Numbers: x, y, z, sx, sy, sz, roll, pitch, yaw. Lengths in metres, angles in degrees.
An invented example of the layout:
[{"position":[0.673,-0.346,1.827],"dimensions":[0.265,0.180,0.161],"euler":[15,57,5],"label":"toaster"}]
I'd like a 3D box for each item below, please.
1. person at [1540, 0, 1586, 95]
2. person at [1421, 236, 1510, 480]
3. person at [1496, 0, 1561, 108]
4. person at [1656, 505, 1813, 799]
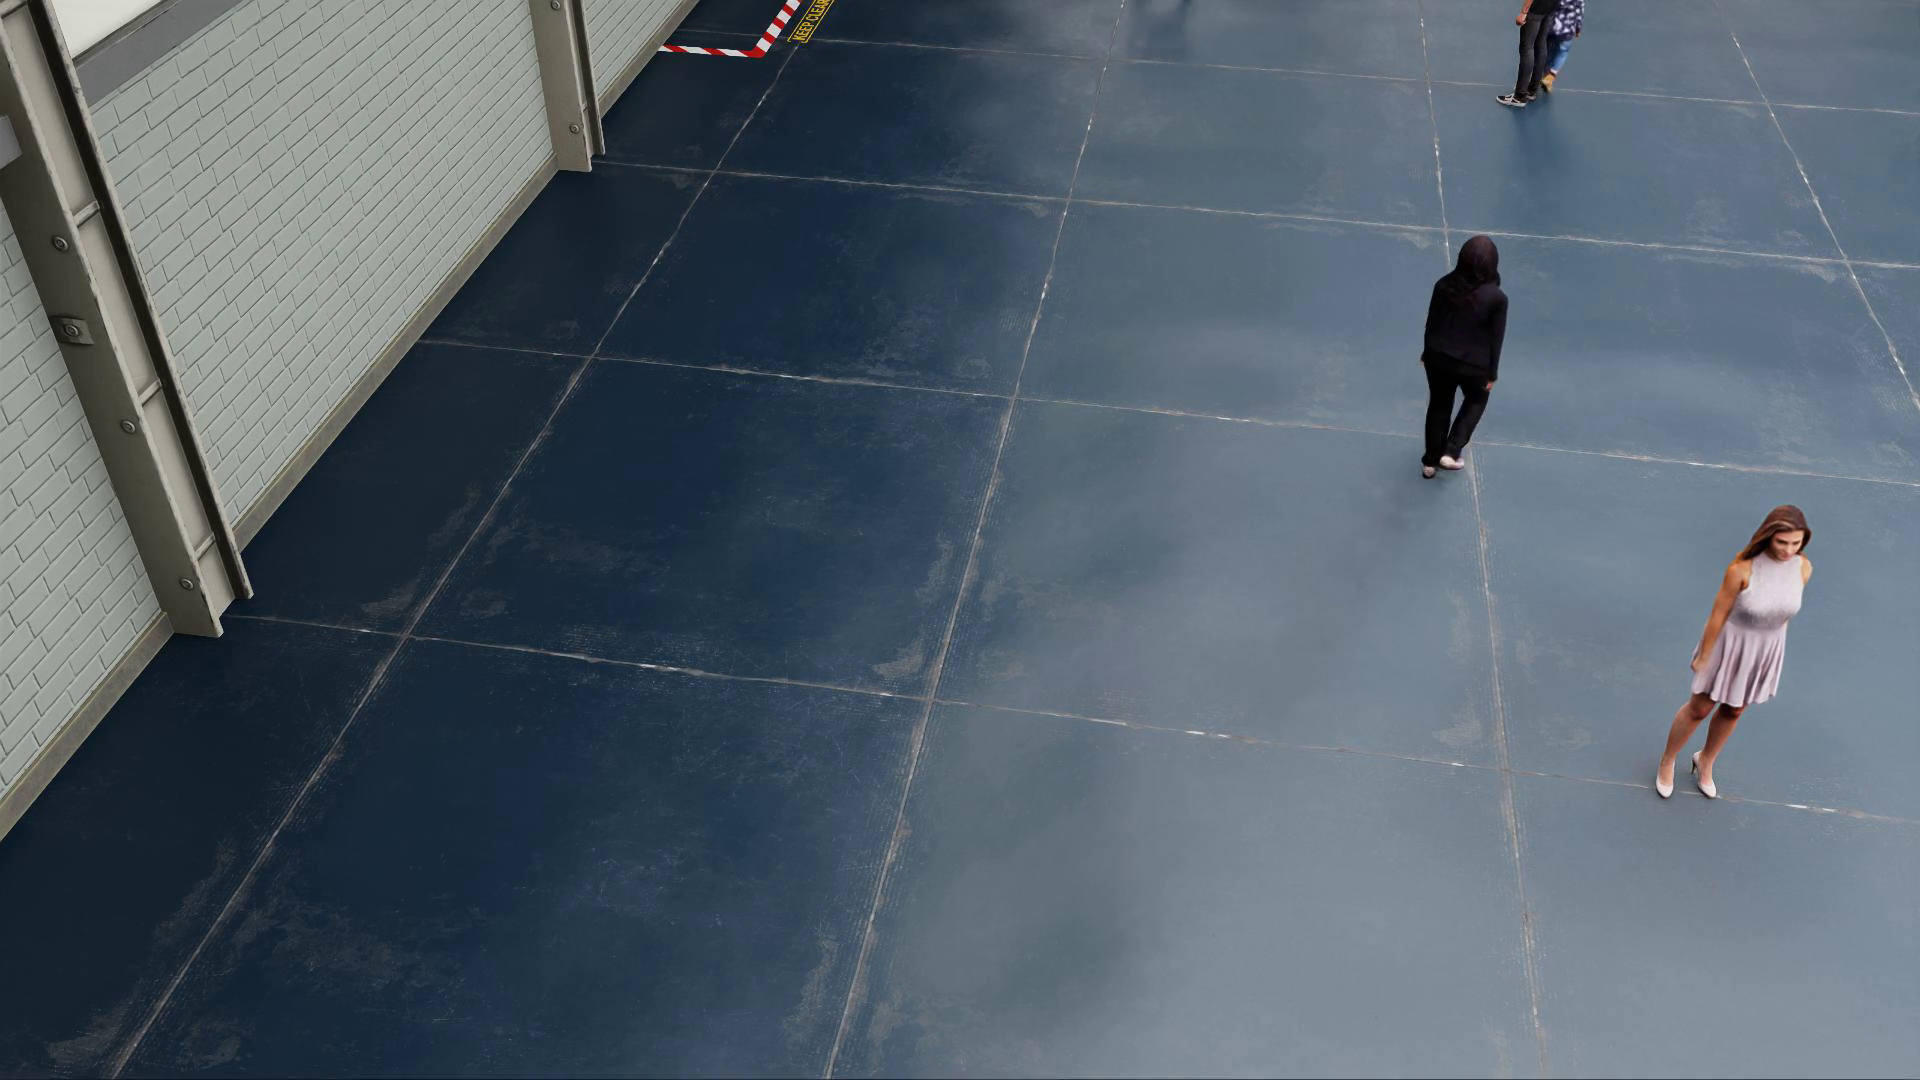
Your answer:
[{"position":[5.384,-4.610,14.897],"dimensions":[0.685,1.241,0.812],"euler":[24,44,28],"label":"person"},{"position":[2.983,-1.034,10.033],"dimensions":[0.758,1.602,0.762],"euler":[22,43,26],"label":"person"},{"position":[5.096,-4.724,14.560],"dimensions":[0.687,1.836,0.771],"euler":[-28,46,-31],"label":"person"},{"position":[3.678,0.550,7.873],"dimensions":[0.595,1.768,0.613],"euler":[1,38,1],"label":"person"}]
